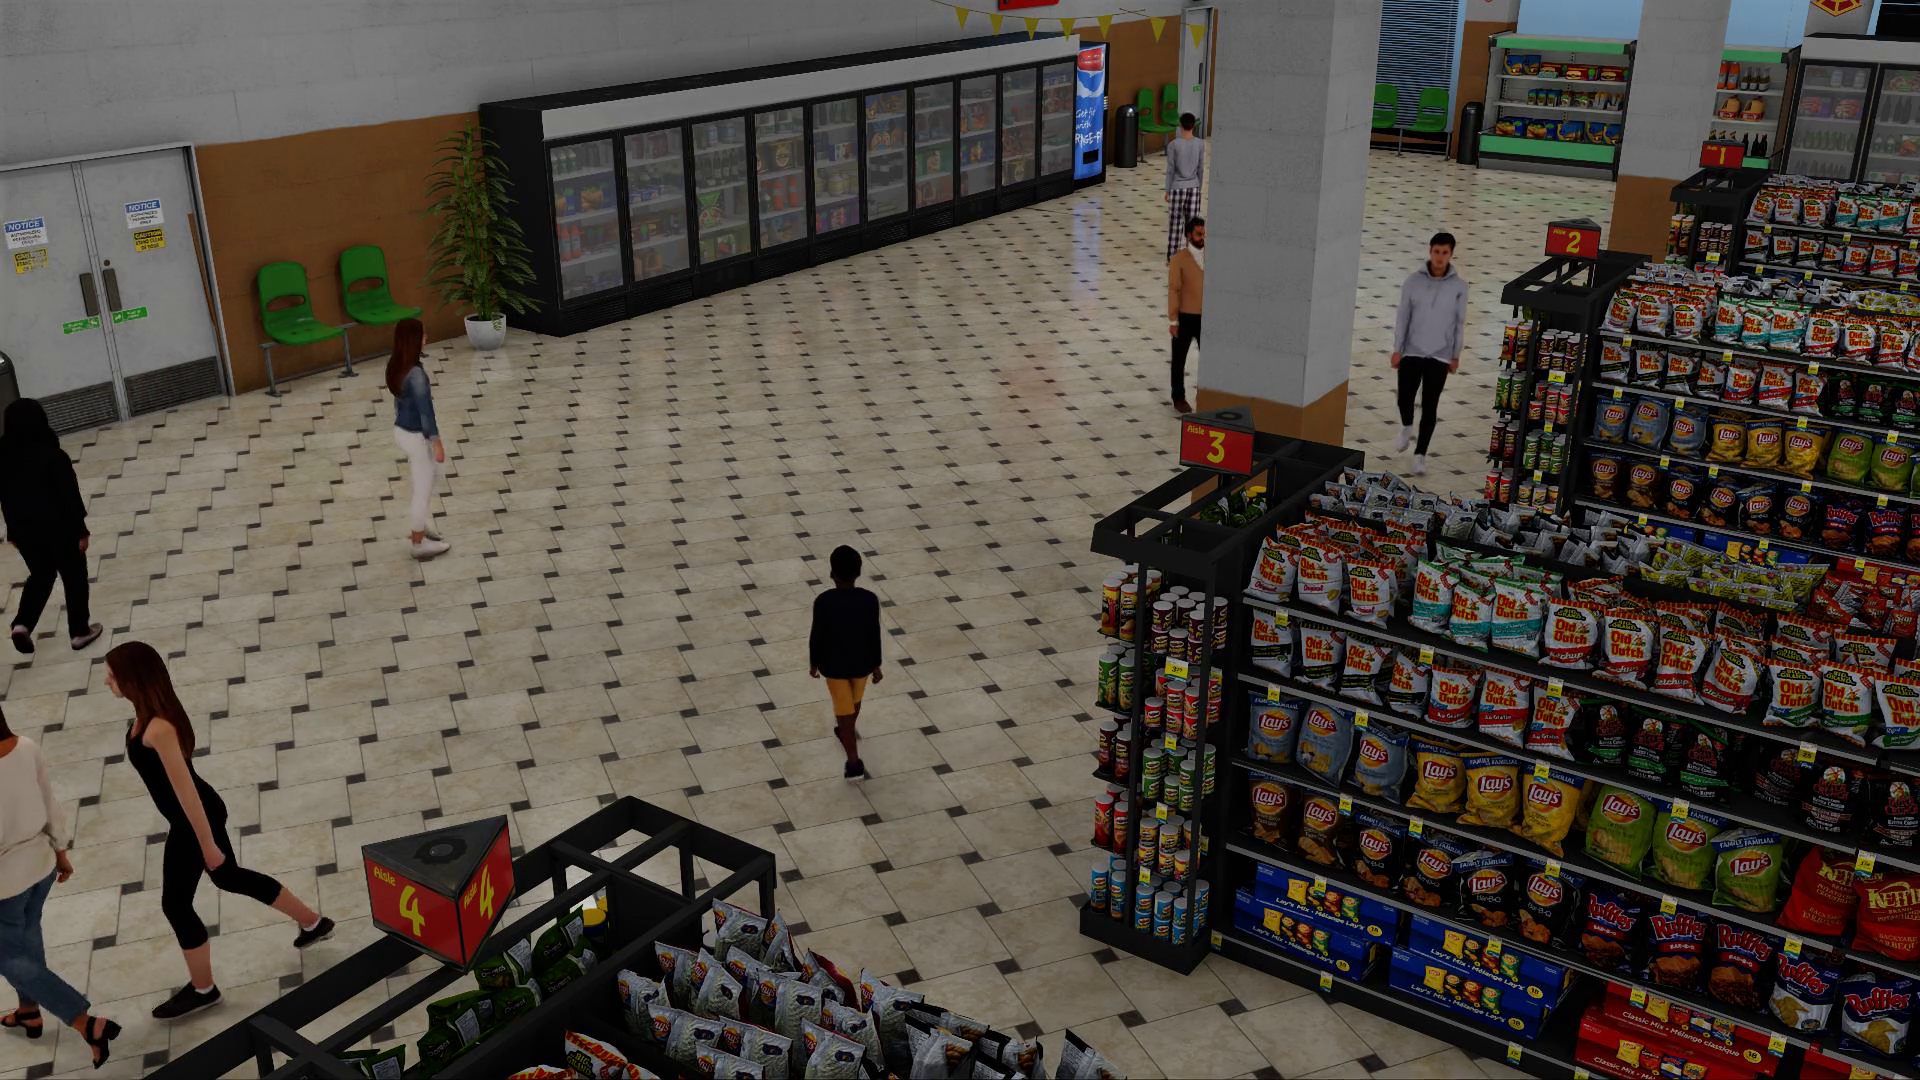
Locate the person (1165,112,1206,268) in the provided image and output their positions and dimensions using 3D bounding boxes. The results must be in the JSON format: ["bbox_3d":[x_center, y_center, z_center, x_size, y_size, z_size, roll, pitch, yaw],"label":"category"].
[{"bbox_3d":[2.707,-4.210,20.017,0.693,1.847,0.749,-4,22,-10],"label":"person"}]

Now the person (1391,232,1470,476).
[{"bbox_3d":[3.698,-1.508,13.196,0.950,1.918,0.940,5,23,13],"label":"person"}]

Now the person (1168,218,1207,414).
[{"bbox_3d":[2.005,-1.954,14.556,0.966,1.733,1.055,-7,23,-17],"label":"person"}]

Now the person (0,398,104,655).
[{"bbox_3d":[-5.506,-0.030,9.941,0.940,1.603,0.944,2,22,5],"label":"person"}]

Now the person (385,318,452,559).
[{"bbox_3d":[-3.827,-0.676,11.435,0.770,1.689,0.625,-15,26,-33],"label":"person"}]

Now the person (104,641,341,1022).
[{"bbox_3d":[-3.067,1.165,6.856,0.971,1.686,1.032,-8,23,-20],"label":"person"}]

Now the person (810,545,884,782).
[{"bbox_3d":[-0.580,0.662,8.693,0.830,1.250,0.963,-8,23,-18],"label":"person"}]

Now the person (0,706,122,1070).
[{"bbox_3d":[-3.635,1.345,6.454,1.042,1.652,0.741,9,24,22],"label":"person"}]
